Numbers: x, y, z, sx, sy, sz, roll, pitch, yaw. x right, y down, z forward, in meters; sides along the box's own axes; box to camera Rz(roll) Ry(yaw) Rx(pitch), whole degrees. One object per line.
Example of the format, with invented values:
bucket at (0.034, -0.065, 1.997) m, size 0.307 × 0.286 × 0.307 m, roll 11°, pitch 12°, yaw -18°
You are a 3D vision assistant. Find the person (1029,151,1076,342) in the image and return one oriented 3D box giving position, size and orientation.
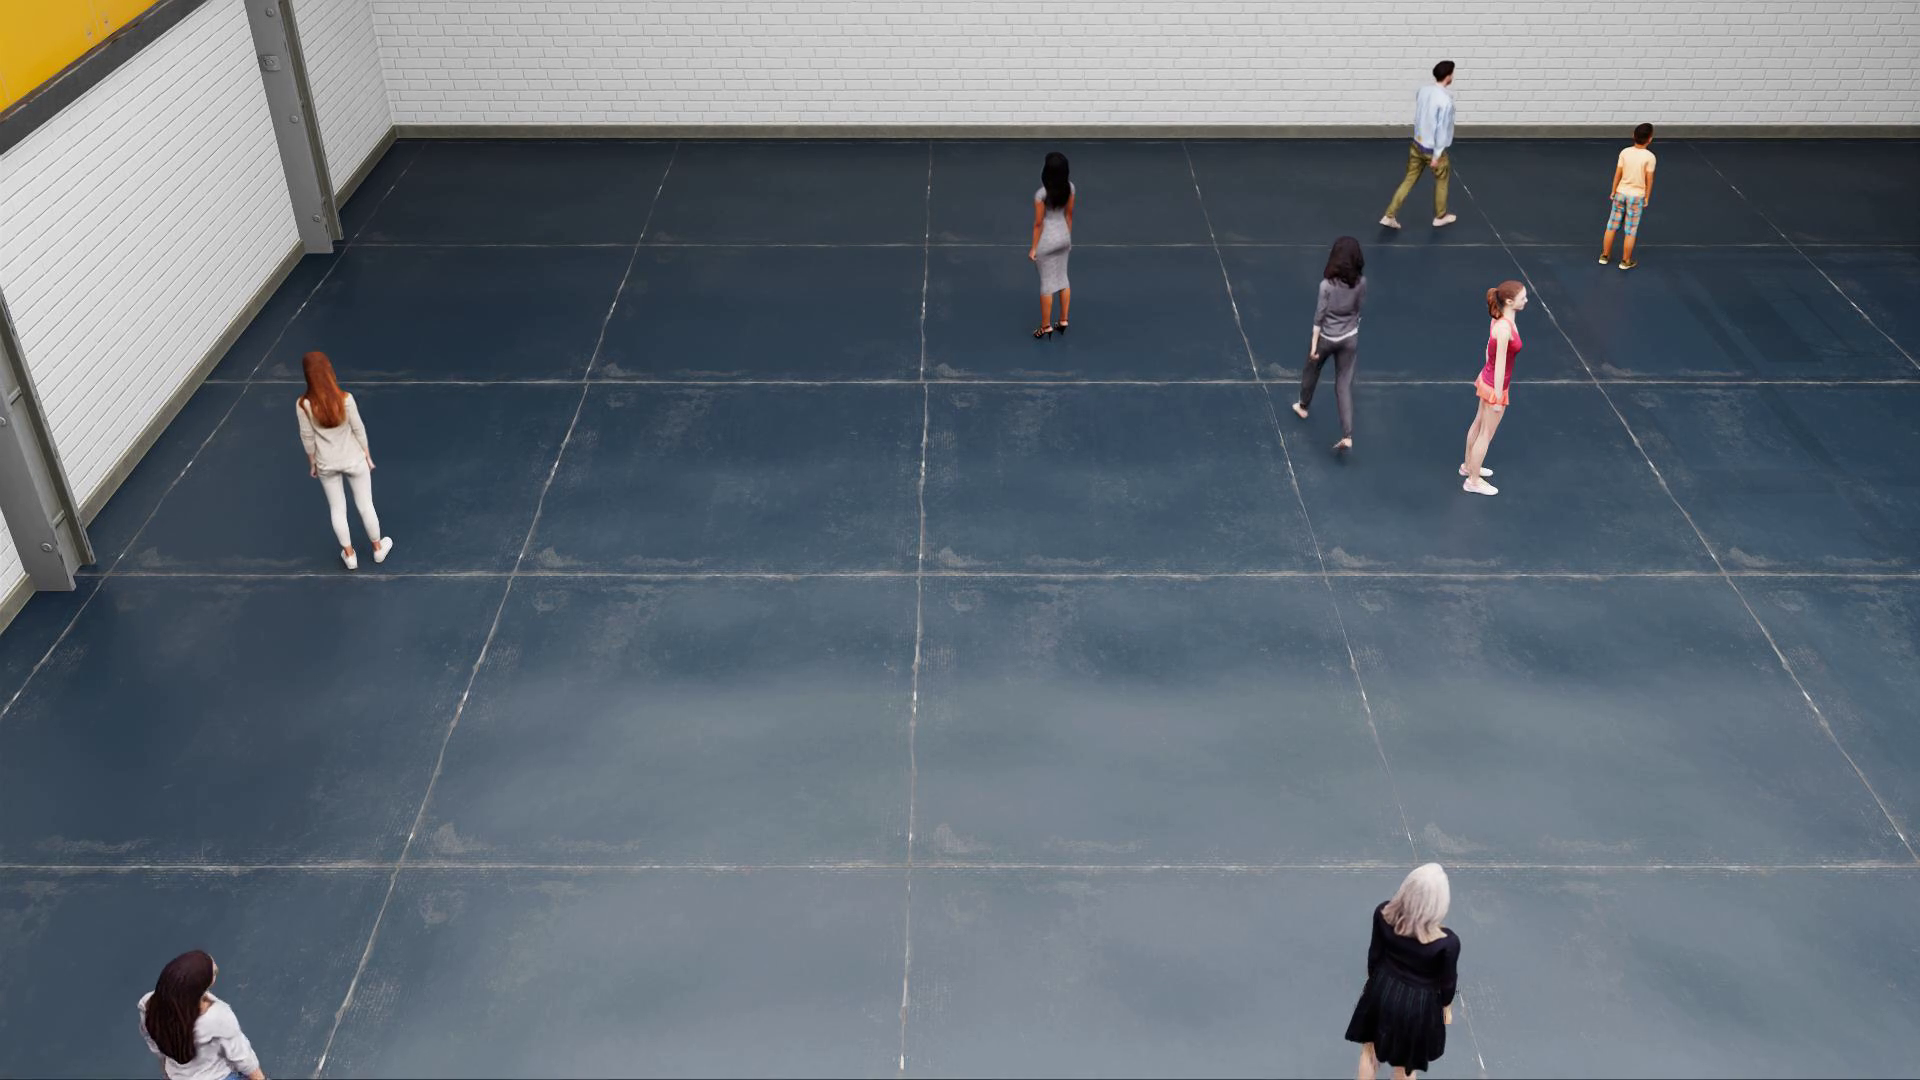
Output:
person at (0.845, -2.656, 15.042) m, size 0.664 × 1.781 × 0.681 m, roll -19°, pitch 38°, yaw -26°

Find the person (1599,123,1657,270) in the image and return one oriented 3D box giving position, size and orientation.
person at (6.637, -3.412, 16.468) m, size 0.603 × 1.461 × 0.643 m, roll 23°, pitch 40°, yaw 30°

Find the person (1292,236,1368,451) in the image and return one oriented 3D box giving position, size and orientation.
person at (3.075, -1.541, 13.429) m, size 0.686 × 1.710 × 1.208 m, roll -5°, pitch 34°, yaw -7°

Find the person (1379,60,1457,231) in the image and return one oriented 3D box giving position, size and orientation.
person at (4.733, -4.001, 17.074) m, size 1.087 × 1.771 × 1.212 m, roll -15°, pitch 37°, yaw -22°

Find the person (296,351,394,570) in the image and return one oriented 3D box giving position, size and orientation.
person at (-4.453, -0.559, 11.954) m, size 0.654 × 1.708 × 0.632 m, roll -7°, pitch 34°, yaw -11°

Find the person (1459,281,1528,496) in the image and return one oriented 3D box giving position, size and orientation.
person at (4.138, -1.201, 12.879) m, size 0.648 × 1.753 × 0.525 m, roll 4°, pitch 34°, yaw 6°

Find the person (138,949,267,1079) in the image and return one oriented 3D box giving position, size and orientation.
person at (-3.395, 2.447, 7.506) m, size 0.671 × 1.625 × 0.622 m, roll 0°, pitch 34°, yaw 0°

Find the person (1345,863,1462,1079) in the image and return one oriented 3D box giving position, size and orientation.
person at (2.081, 2.183, 7.792) m, size 0.700 × 1.747 × 0.743 m, roll 24°, pitch 40°, yaw 31°
